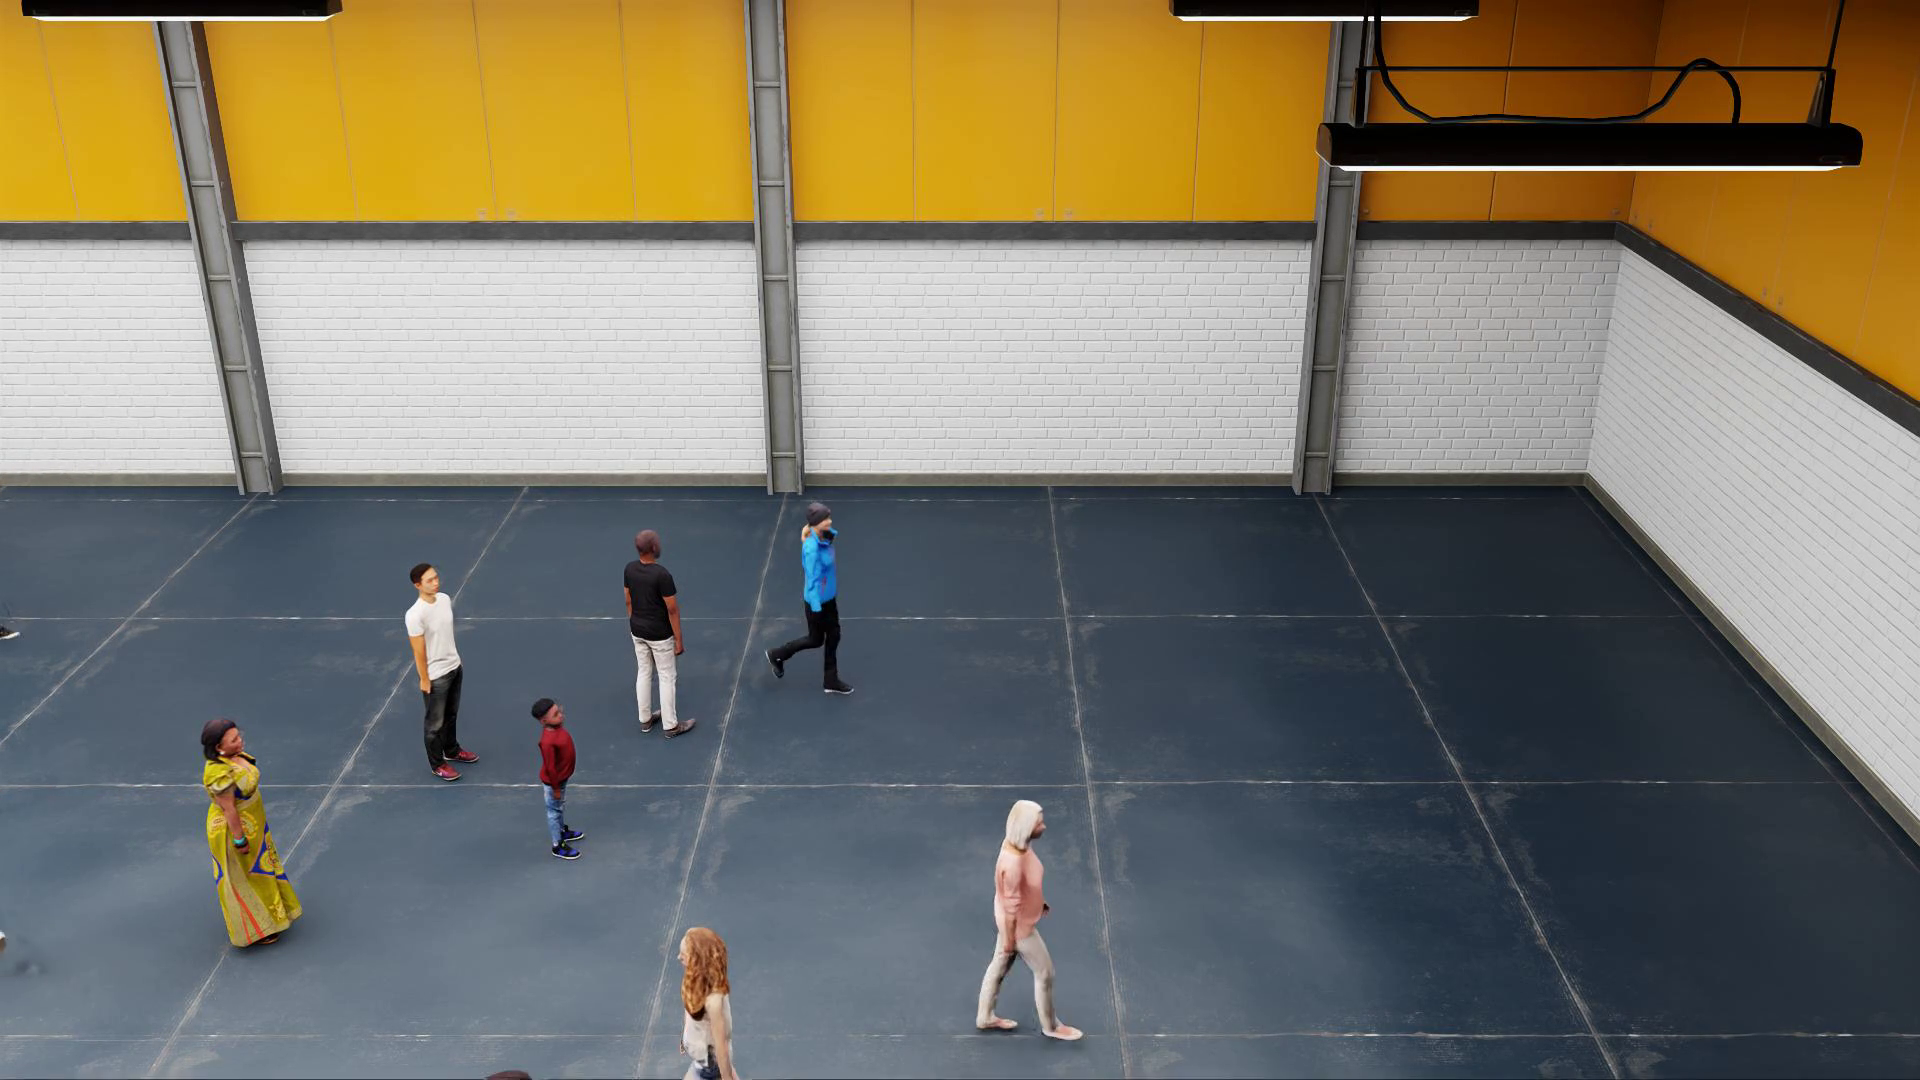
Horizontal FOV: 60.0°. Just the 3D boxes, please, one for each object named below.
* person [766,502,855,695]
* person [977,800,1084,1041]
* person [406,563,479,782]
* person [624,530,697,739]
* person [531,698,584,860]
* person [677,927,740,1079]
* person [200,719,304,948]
[{"bbox_3d":[-1.291,0.512,14.300,1.083,1.780,0.804,6,24,14],"label":"person"},{"bbox_3d":[0.266,2.336,10.227,0.882,1.699,0.618,0,24,0],"label":"person"},{"bbox_3d":[-4.127,1.009,13.131,0.630,1.804,0.697,7,24,15],"label":"person"},{"bbox_3d":[-2.523,0.766,13.688,0.693,1.804,0.817,12,26,26],"label":"person"},{"bbox_3d":[-2.970,1.719,12.190,0.501,1.256,0.512,-2,24,-4],"label":"person"},{"bbox_3d":[-1.255,2.822,9.089,1.194,1.720,0.738,-5,24,-11],"label":"person"},{"bbox_3d":[-4.858,1.936,11.190,0.919,1.661,0.956,-8,25,-17],"label":"person"}]
